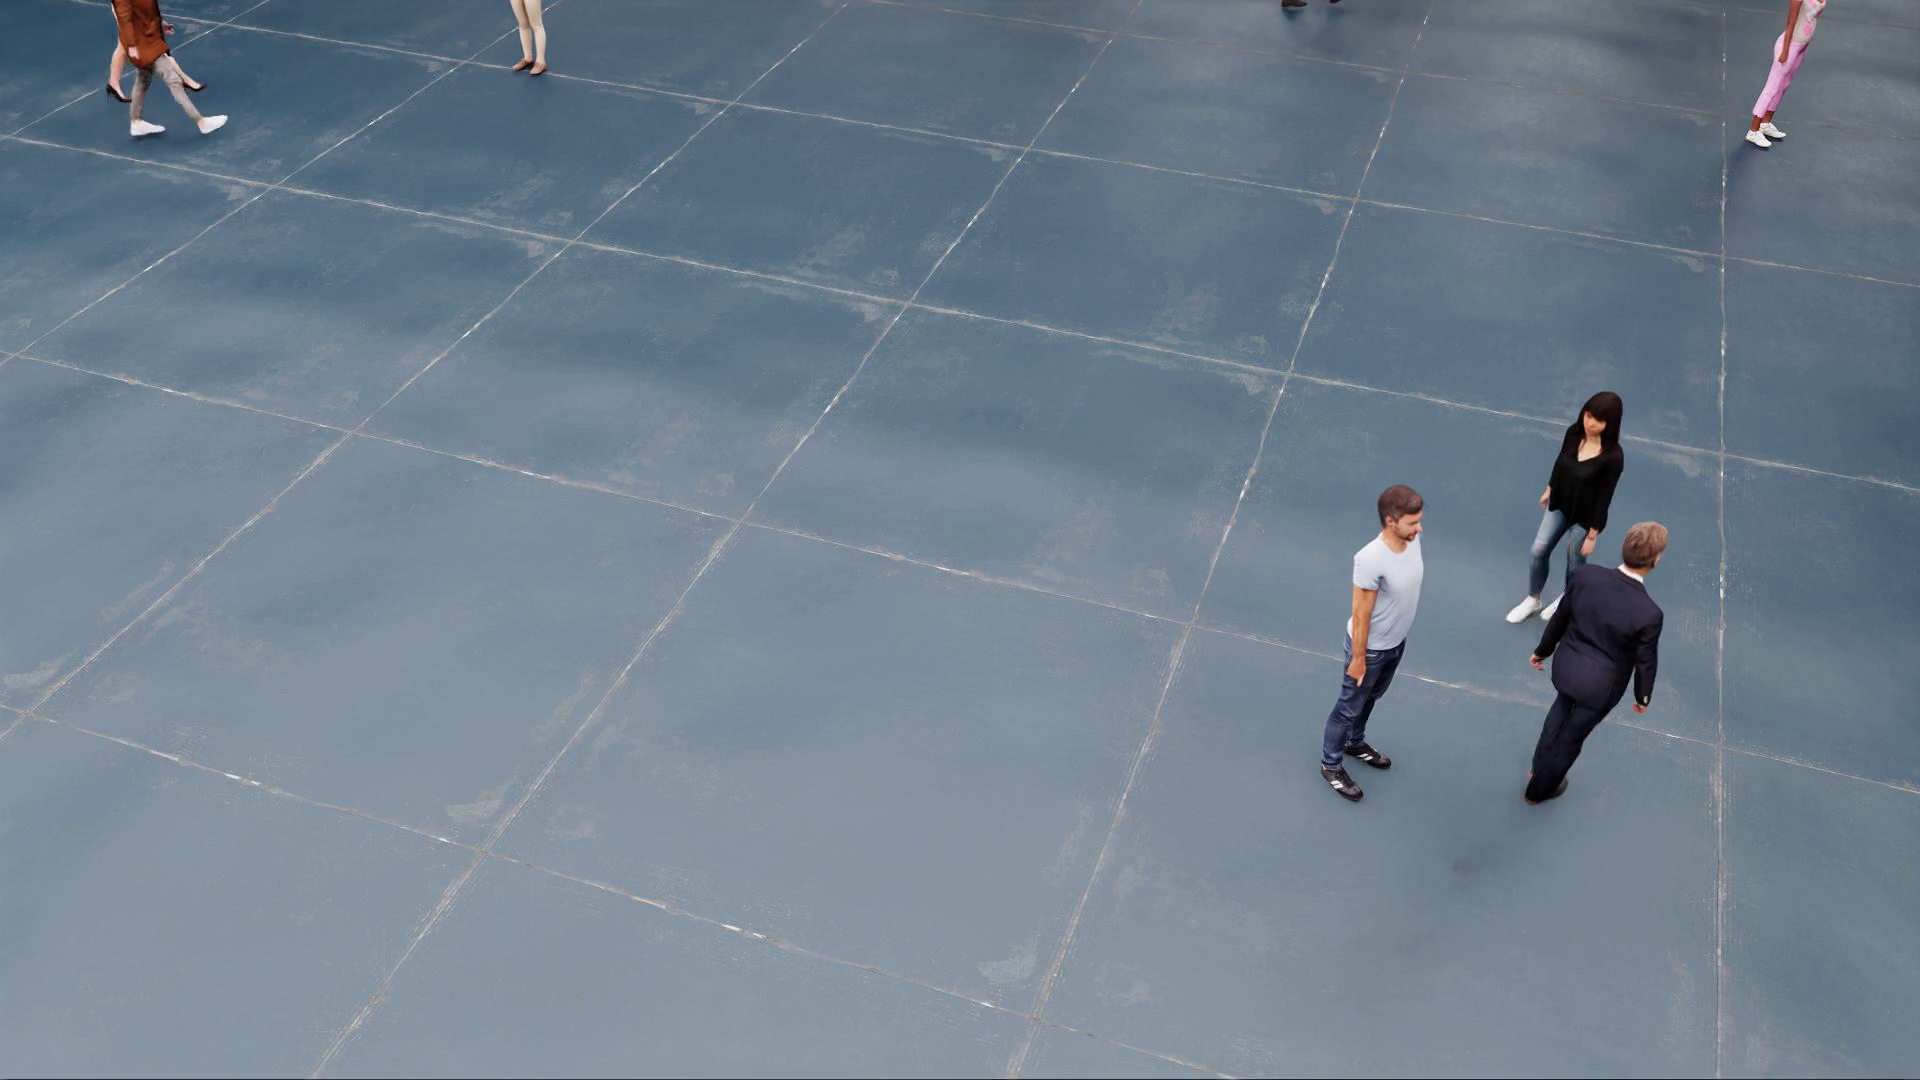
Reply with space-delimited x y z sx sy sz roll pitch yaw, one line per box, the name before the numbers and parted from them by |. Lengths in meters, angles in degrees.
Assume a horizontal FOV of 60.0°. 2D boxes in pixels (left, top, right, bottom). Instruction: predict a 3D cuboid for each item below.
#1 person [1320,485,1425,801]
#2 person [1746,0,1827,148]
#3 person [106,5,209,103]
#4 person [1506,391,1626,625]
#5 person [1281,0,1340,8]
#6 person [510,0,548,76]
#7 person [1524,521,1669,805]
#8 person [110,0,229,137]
person | 2.114 0.501 8.503 0.752 1.867 0.612 29 47 32
person | 7.445 -4.416 14.890 0.594 1.742 0.716 -30 47 -33
person | -7.829 -4.868 15.510 1.154 1.690 1.098 -15 40 -18
person | 3.605 -0.208 9.598 0.854 1.634 0.794 -24 44 -28
person | 3.675 -6.443 17.479 0.891 1.743 1.030 3 38 4
person | -4.253 -5.416 16.240 0.624 1.653 0.569 13 40 16
person | 3.100 0.680 8.330 0.877 1.799 0.855 -23 44 -27
person | -7.387 -4.430 14.875 1.173 1.782 1.137 -13 40 -16
